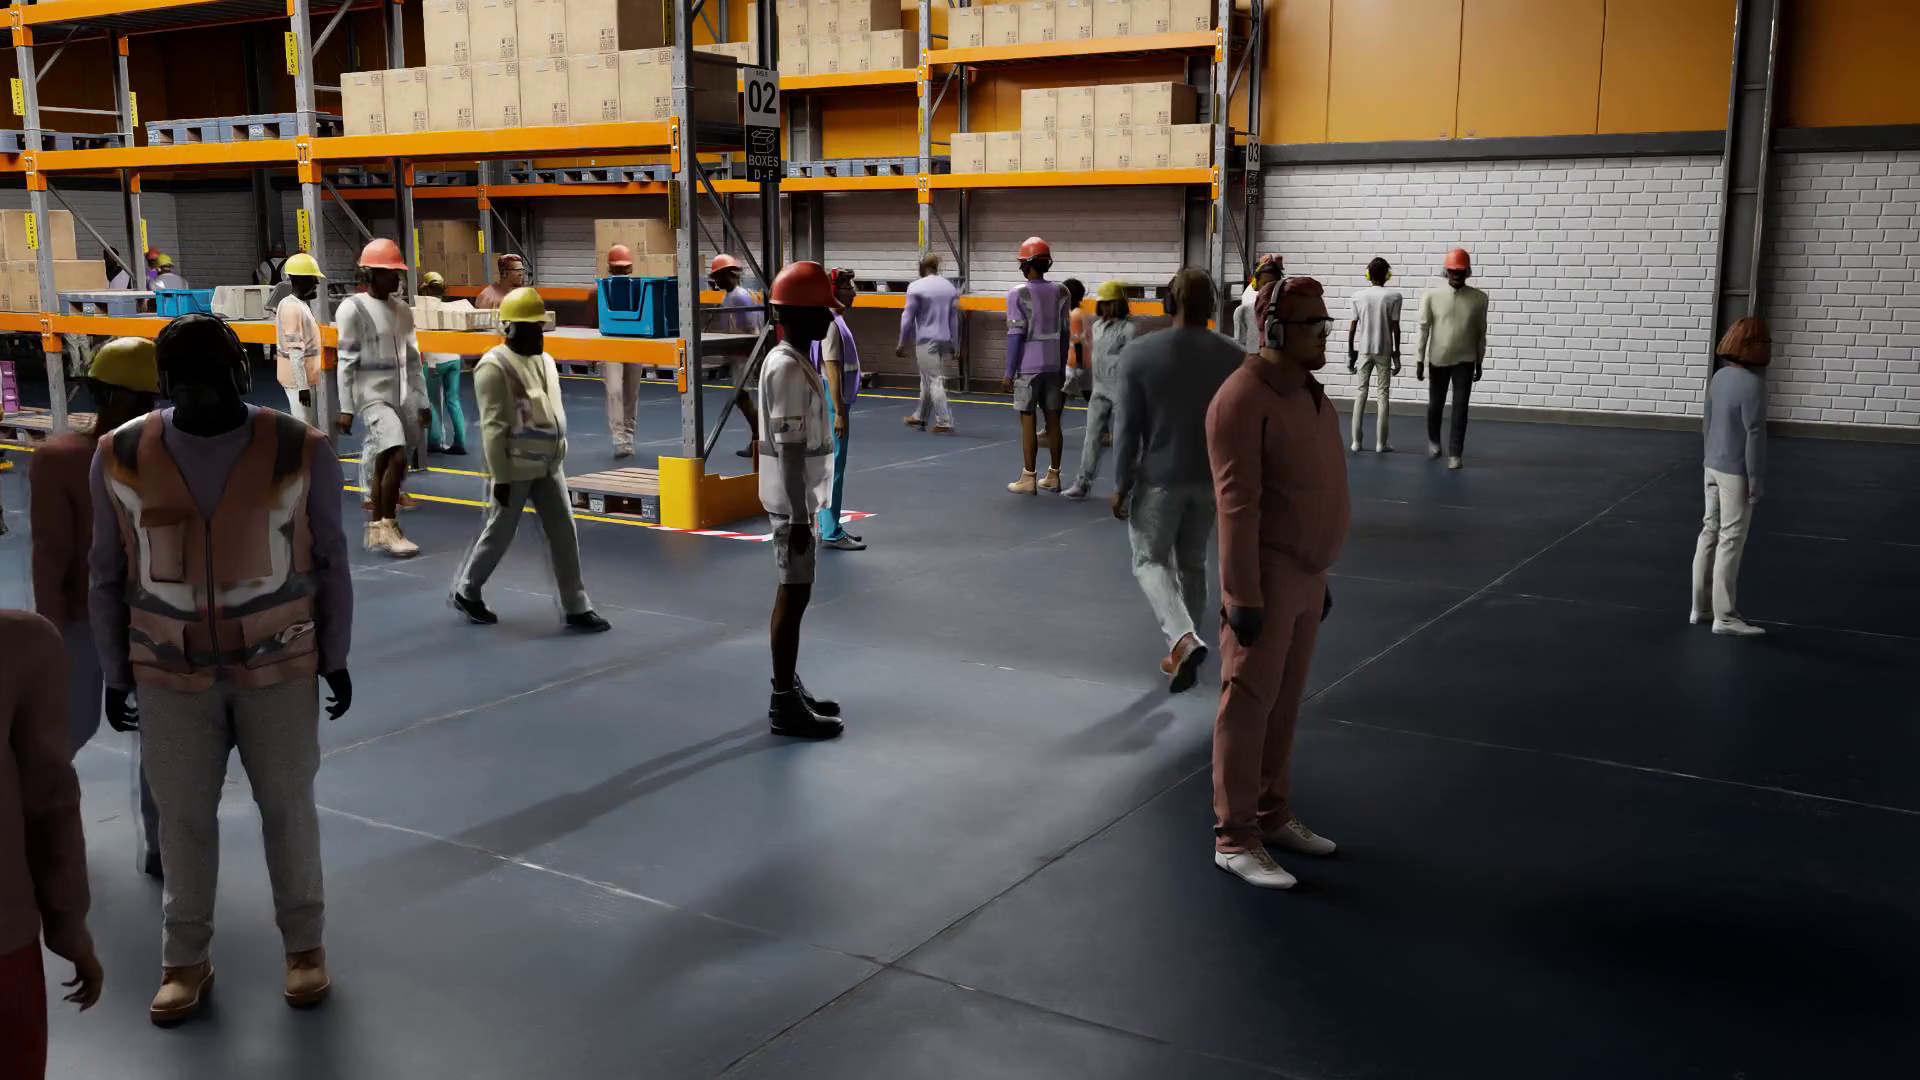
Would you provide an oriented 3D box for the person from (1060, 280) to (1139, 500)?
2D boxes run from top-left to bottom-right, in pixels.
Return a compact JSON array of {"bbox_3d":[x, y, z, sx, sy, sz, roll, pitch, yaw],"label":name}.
[{"bbox_3d":[1.148,-1.157,12.934,0.741,1.704,0.506,-9,14,-42],"label":"person"}]

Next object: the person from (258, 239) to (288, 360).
[{"bbox_3d":[-11.464,-4.071,28.190,0.688,2.000,0.539,0,10,-3],"label":"person"}]

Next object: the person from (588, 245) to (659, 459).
[{"bbox_3d":[-3.095,-1.726,15.405,0.636,1.956,0.883,-4,11,-20],"label":"person"}]

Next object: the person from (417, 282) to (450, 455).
[{"bbox_3d":[-5.040,-1.628,15.772,0.313,1.638,0.513,7,13,36],"label":"person"}]

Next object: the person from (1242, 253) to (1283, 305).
[{"bbox_3d":[2.923,-1.777,15.892,0.399,1.897,0.647,-2,10,-12],"label":"person"}]

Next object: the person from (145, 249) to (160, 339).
[{"bbox_3d":[-12.468,-3.573,25.860,0.559,1.895,0.982,-9,14,-42],"label":"person"}]

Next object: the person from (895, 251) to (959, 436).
[{"bbox_3d":[-0.402,-2.051,17.375,0.935,1.901,0.636,9,13,40],"label":"person"}]

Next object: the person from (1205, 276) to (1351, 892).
[{"bbox_3d":[1.031,0.127,5.296,0.407,1.910,0.640,7,12,33],"label":"person"}]

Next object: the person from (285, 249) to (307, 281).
[{"bbox_3d":[-10.008,-3.492,25.426,0.355,1.881,0.576,6,12,31],"label":"person"}]

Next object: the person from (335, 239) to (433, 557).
[{"bbox_3d":[-3.600,-0.889,10.597,0.643,2.022,0.647,4,11,19],"label":"person"}]

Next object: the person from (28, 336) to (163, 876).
[{"bbox_3d":[-2.743,0.213,5.319,0.763,1.724,0.550,8,13,36],"label":"person"}]

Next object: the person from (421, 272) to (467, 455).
[{"bbox_3d":[-4.897,-1.663,15.708,0.541,1.718,0.552,4,11,21],"label":"person"}]

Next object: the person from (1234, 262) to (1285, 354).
[{"bbox_3d":[2.249,-1.122,12.337,0.530,1.864,0.313,-4,11,-19],"label":"person"}]

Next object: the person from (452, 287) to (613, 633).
[{"bbox_3d":[-2.291,-0.411,8.612,0.920,1.792,0.606,4,11,23],"label":"person"}]

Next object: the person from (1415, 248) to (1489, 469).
[{"bbox_3d":[4.429,-1.658,15.060,0.627,1.964,0.912,2,10,9],"label":"person"}]

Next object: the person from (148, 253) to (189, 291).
[{"bbox_3d":[-11.315,-3.175,23.803,0.403,1.829,0.601,7,12,33],"label":"person"}]

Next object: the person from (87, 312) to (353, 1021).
[{"bbox_3d":[-1.913,0.332,4.342,0.633,1.841,0.429,-3,11,-16],"label":"person"}]

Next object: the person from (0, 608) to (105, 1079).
[{"bbox_3d":[-1.649,0.679,2.646,0.523,1.763,0.329,-10,14,-43],"label":"person"}]

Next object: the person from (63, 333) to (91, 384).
[{"bbox_3d":[-12.575,-3.132,23.553,0.404,1.837,0.592,2,10,9],"label":"person"}]

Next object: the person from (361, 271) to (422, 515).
[{"bbox_3d":[-4.209,-1.097,12.119,0.534,1.893,0.658,2,10,9],"label":"person"}]

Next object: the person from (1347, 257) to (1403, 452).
[{"bbox_3d":[3.975,-1.769,15.938,0.522,1.860,0.325,5,12,27],"label":"person"}]

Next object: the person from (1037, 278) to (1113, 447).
[{"bbox_3d":[1.093,-1.715,16.209,0.883,1.648,0.540,2,10,12],"label":"person"}]

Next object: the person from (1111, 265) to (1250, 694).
[{"bbox_3d":[1.000,-0.246,7.345,0.633,1.913,0.672,-2,10,-11],"label":"person"}]

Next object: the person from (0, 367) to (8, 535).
[{"bbox_3d":[-6.820,-0.972,11.305,0.551,1.935,0.375,-8,13,-39],"label":"person"}]

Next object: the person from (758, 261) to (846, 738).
[{"bbox_3d":[-0.641,-0.166,6.838,0.365,1.935,0.552,-1,10,-5],"label":"person"}]

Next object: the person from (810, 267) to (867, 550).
[{"bbox_3d":[-0.831,-0.860,10.931,0.389,1.846,0.567,-1,10,-7],"label":"person"}]

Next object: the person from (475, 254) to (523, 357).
[{"bbox_3d":[-4.010,-1.603,14.925,0.401,1.901,0.641,7,12,34],"label":"person"}]

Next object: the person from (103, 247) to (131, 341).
[{"bbox_3d":[-12.411,-3.342,24.492,0.596,1.915,0.380,0,10,2],"label":"person"}]

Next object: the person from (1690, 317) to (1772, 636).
[{"bbox_3d":[4.004,-0.332,8.601,0.279,1.632,0.513,0,10,-1],"label":"person"}]

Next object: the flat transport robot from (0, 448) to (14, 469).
[{"bbox_3d":[-9.039,-0.698,14.401,1.431,0.197,0.652,3,11,16],"label":"flat transport robot"}]

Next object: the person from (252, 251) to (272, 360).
[{"bbox_3d":[-11.616,-3.965,28.159,0.626,1.842,0.429,-6,12,-31],"label":"person"}]

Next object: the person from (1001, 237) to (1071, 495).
[{"bbox_3d":[0.596,-1.381,13.272,0.605,2.045,0.379,-7,12,-33],"label":"person"}]

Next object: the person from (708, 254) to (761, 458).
[{"bbox_3d":[-2.054,-1.710,15.511,0.543,1.890,0.562,-4,11,-21],"label":"person"}]

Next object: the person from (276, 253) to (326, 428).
[{"bbox_3d":[-5.061,-1.242,12.862,0.393,1.920,0.587,-3,11,-15],"label":"person"}]

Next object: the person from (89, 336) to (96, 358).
[{"bbox_3d":[-14.957,-3.964,28.725,0.268,1.632,0.506,8,13,39],"label":"person"}]
